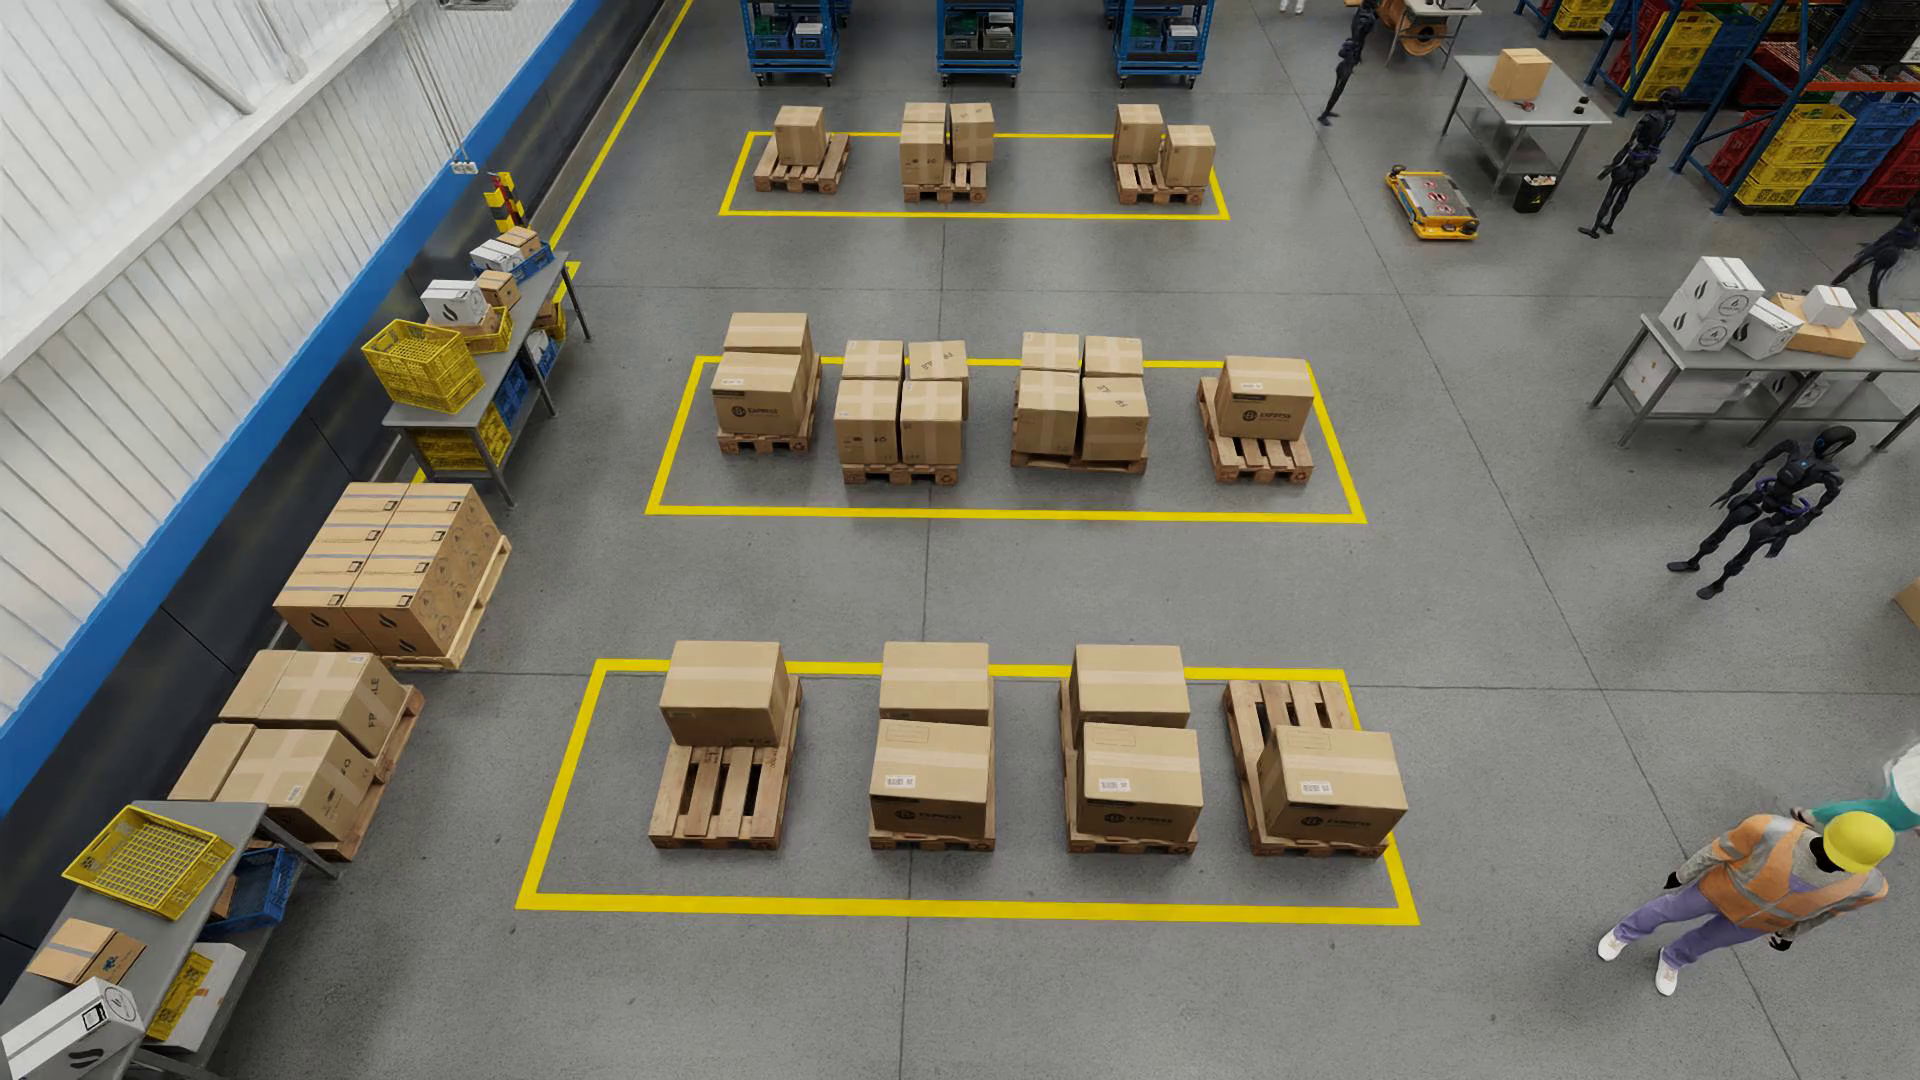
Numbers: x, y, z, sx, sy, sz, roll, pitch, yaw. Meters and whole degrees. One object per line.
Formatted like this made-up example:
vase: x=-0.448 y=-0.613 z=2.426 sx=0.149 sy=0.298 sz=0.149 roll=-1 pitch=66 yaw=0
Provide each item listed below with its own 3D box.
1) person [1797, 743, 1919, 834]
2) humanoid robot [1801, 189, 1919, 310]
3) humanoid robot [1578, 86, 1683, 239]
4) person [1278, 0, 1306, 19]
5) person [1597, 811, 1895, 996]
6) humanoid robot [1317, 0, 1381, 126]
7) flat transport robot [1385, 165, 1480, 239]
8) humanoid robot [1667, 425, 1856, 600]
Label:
person: x=5.569 y=1.457 z=5.286 sx=0.386 sy=1.756 sz=0.527 roll=23 pitch=53 yaw=19
humanoid robot: x=9.433 y=-2.973 z=9.214 sx=0.749 sy=1.652 sz=0.593 roll=32 pitch=56 yaw=25
humanoid robot: x=7.511 y=-4.215 z=10.241 sx=0.585 sy=1.657 sz=0.331 roll=-17 pitch=51 yaw=-14
person: x=5.484 y=-9.344 z=14.554 sx=0.580 sy=1.880 sz=0.342 roll=16 pitch=51 yaw=14
person: x=4.096 y=1.895 z=4.796 sx=0.593 sy=1.925 sz=0.366 roll=30 pitch=56 yaw=23
humanoid robot: x=5.170 y=-6.375 z=12.120 sx=0.341 sy=1.650 sz=0.607 roll=25 pitch=53 yaw=20
flat transport robot: x=5.692 y=-4.094 z=11.059 sx=0.652 sy=0.197 sz=1.431 roll=1 pitch=49 yaw=1
humanoid robot: x=5.926 y=-0.206 z=6.771 sx=0.329 sy=1.657 sz=0.587 roll=-13 pitch=50 yaw=-11
